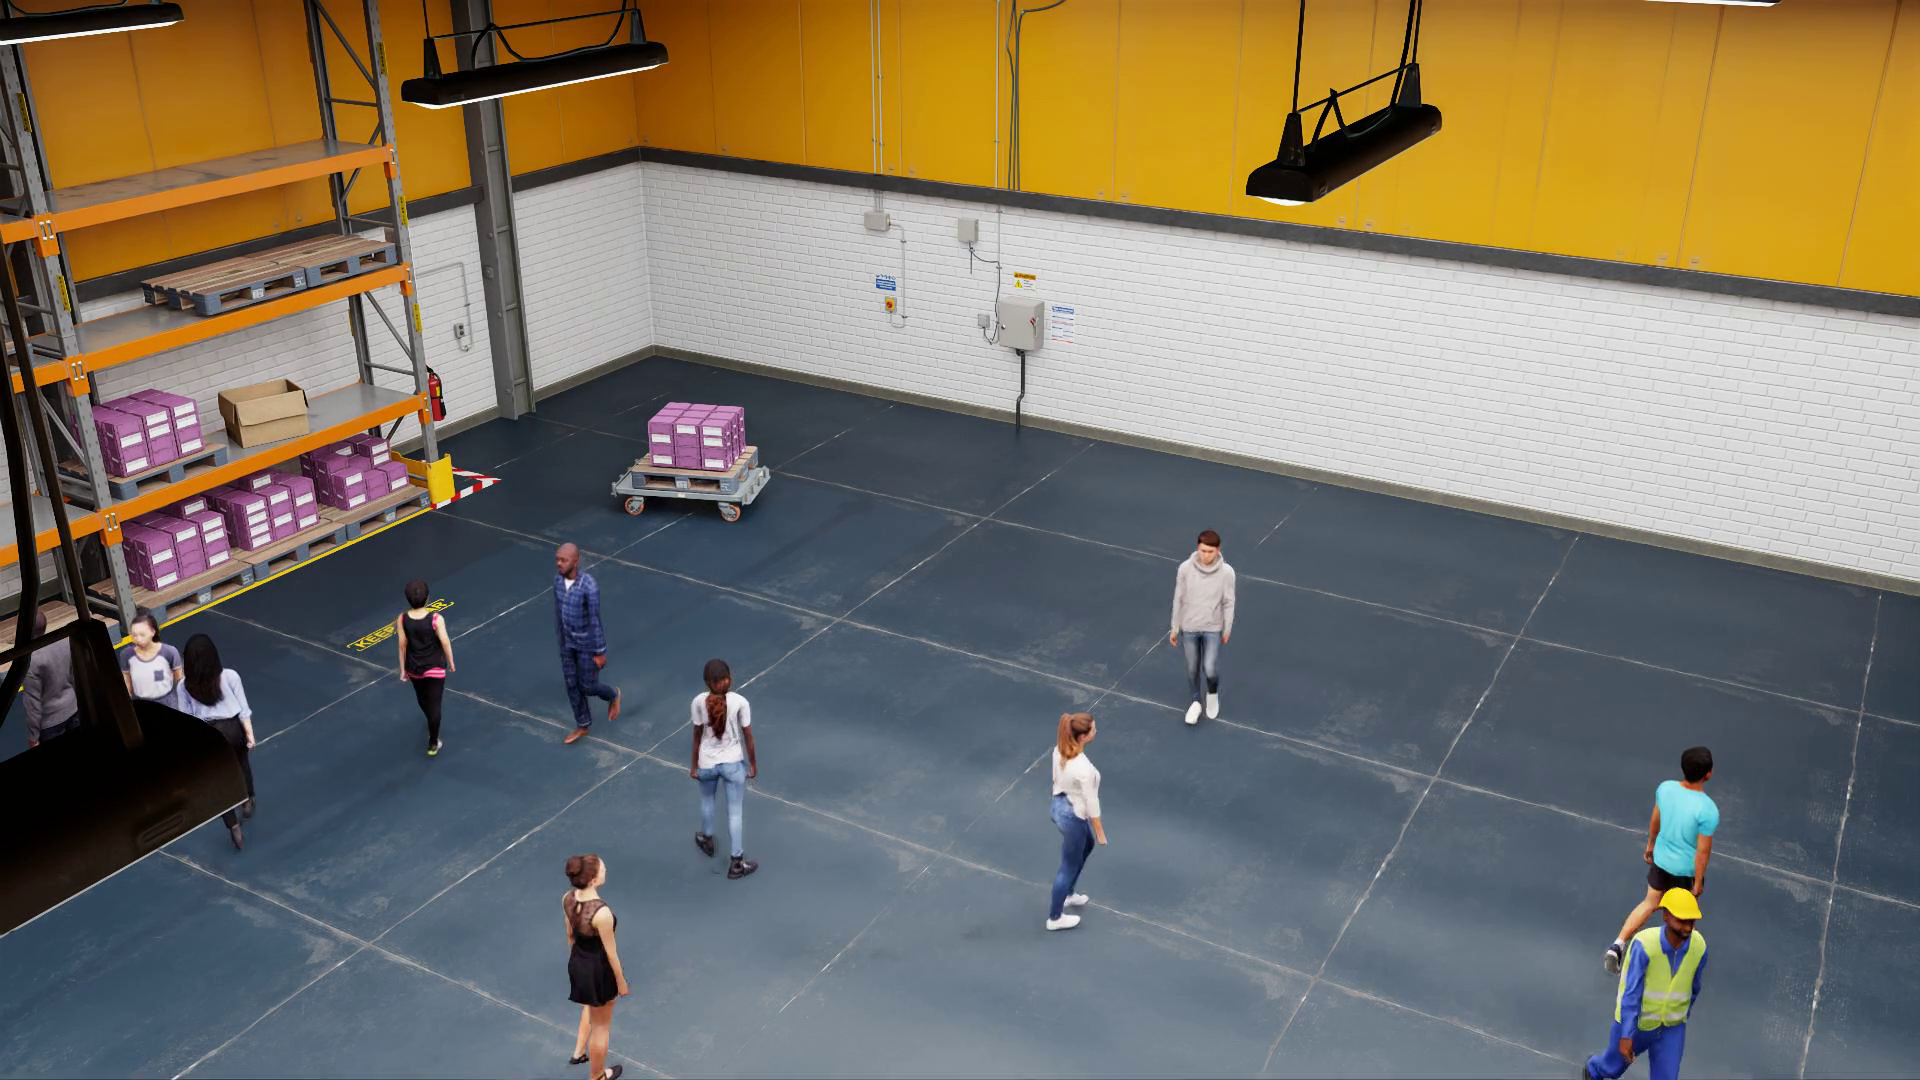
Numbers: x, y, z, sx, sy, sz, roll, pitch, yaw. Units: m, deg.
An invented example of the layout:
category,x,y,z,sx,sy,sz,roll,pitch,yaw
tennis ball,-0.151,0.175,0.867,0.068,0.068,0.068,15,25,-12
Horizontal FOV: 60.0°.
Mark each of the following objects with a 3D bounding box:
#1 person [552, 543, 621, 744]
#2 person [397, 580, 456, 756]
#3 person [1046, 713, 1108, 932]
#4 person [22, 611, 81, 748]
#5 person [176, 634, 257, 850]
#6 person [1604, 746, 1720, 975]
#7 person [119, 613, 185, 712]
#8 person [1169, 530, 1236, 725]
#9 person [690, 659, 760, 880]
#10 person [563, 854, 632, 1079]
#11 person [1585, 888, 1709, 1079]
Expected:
category,x,y,z,sx,sy,sz,roll,pitch,yaw
person,-3.192,0.840,14.190,0.664,1.807,0.856,13,27,27
person,-4.508,1.092,13.962,0.838,1.527,0.987,0,24,0
person,0.710,1.993,11.680,0.826,1.705,0.771,-7,25,-17
person,-7.042,1.365,12.975,0.847,1.818,0.669,4,24,10
person,-5.621,1.567,12.635,0.981,1.720,1.011,-10,25,-21
person,4.736,2.206,11.132,1.143,1.753,0.953,-13,27,-27
person,-6.401,1.332,13.316,0.965,1.606,1.133,-1,24,-3
person,2.122,0.717,14.433,0.724,1.837,0.719,8,25,19
person,-1.758,1.698,12.348,0.874,1.709,0.930,2,24,6
person,-2.308,2.668,10.183,0.658,1.666,0.689,21,31,40
person,4.017,2.780,9.772,1.041,1.791,1.242,0,24,-1
